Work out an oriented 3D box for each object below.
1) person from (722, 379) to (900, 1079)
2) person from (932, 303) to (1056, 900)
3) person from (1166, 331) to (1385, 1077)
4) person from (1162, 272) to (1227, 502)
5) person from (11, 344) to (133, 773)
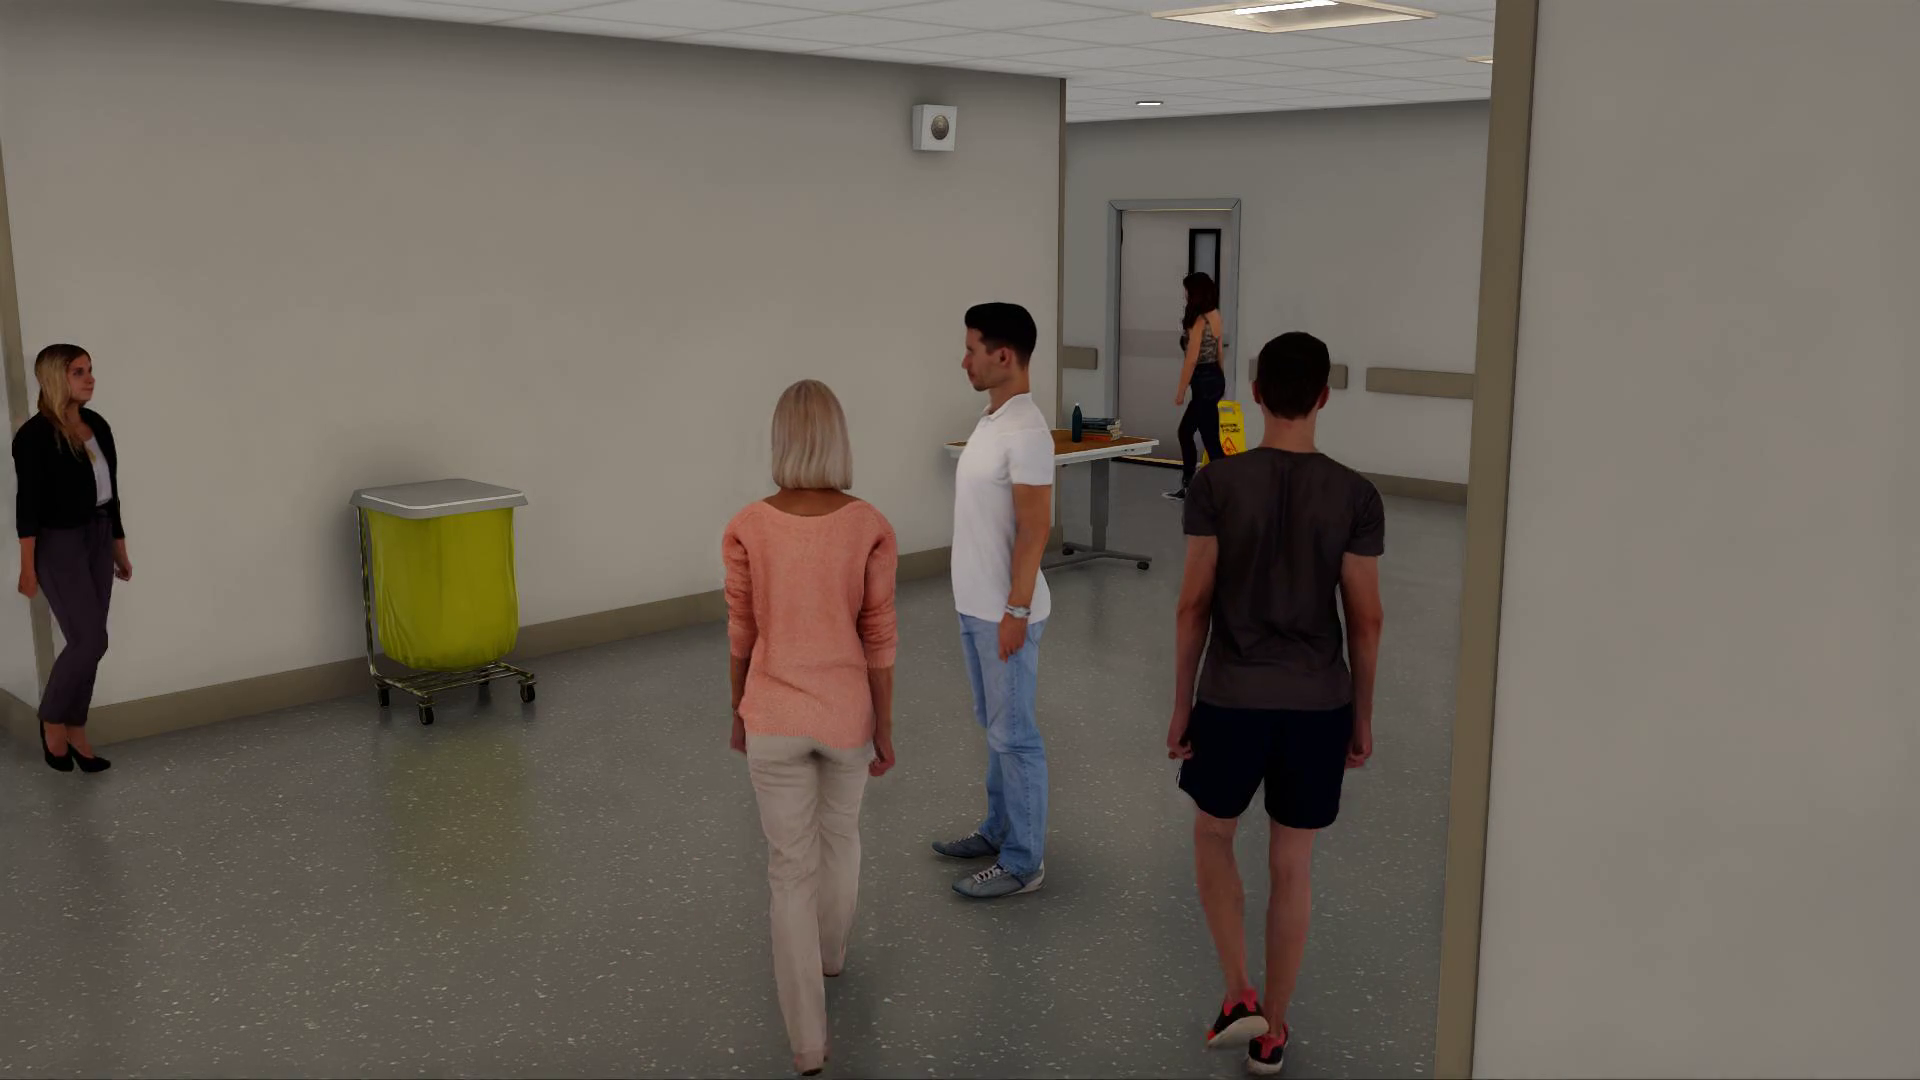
[{"bbox_3d":[-0.378,0.493,4.136,1.050,1.674,1.208,-1,11,-7],"label":"person"},{"bbox_3d":[0.139,0.184,5.258,0.819,1.862,0.717,-2,11,-9],"label":"person"},{"bbox_3d":[0.744,0.438,3.985,0.836,1.839,0.901,1,11,6],"label":"person"},{"bbox_3d":[1.883,-1.055,12.117,0.933,1.740,0.779,6,12,29],"label":"person"},{"bbox_3d":[-3.442,0.092,6.294,0.755,1.658,0.709,1,11,7],"label":"person"}]
